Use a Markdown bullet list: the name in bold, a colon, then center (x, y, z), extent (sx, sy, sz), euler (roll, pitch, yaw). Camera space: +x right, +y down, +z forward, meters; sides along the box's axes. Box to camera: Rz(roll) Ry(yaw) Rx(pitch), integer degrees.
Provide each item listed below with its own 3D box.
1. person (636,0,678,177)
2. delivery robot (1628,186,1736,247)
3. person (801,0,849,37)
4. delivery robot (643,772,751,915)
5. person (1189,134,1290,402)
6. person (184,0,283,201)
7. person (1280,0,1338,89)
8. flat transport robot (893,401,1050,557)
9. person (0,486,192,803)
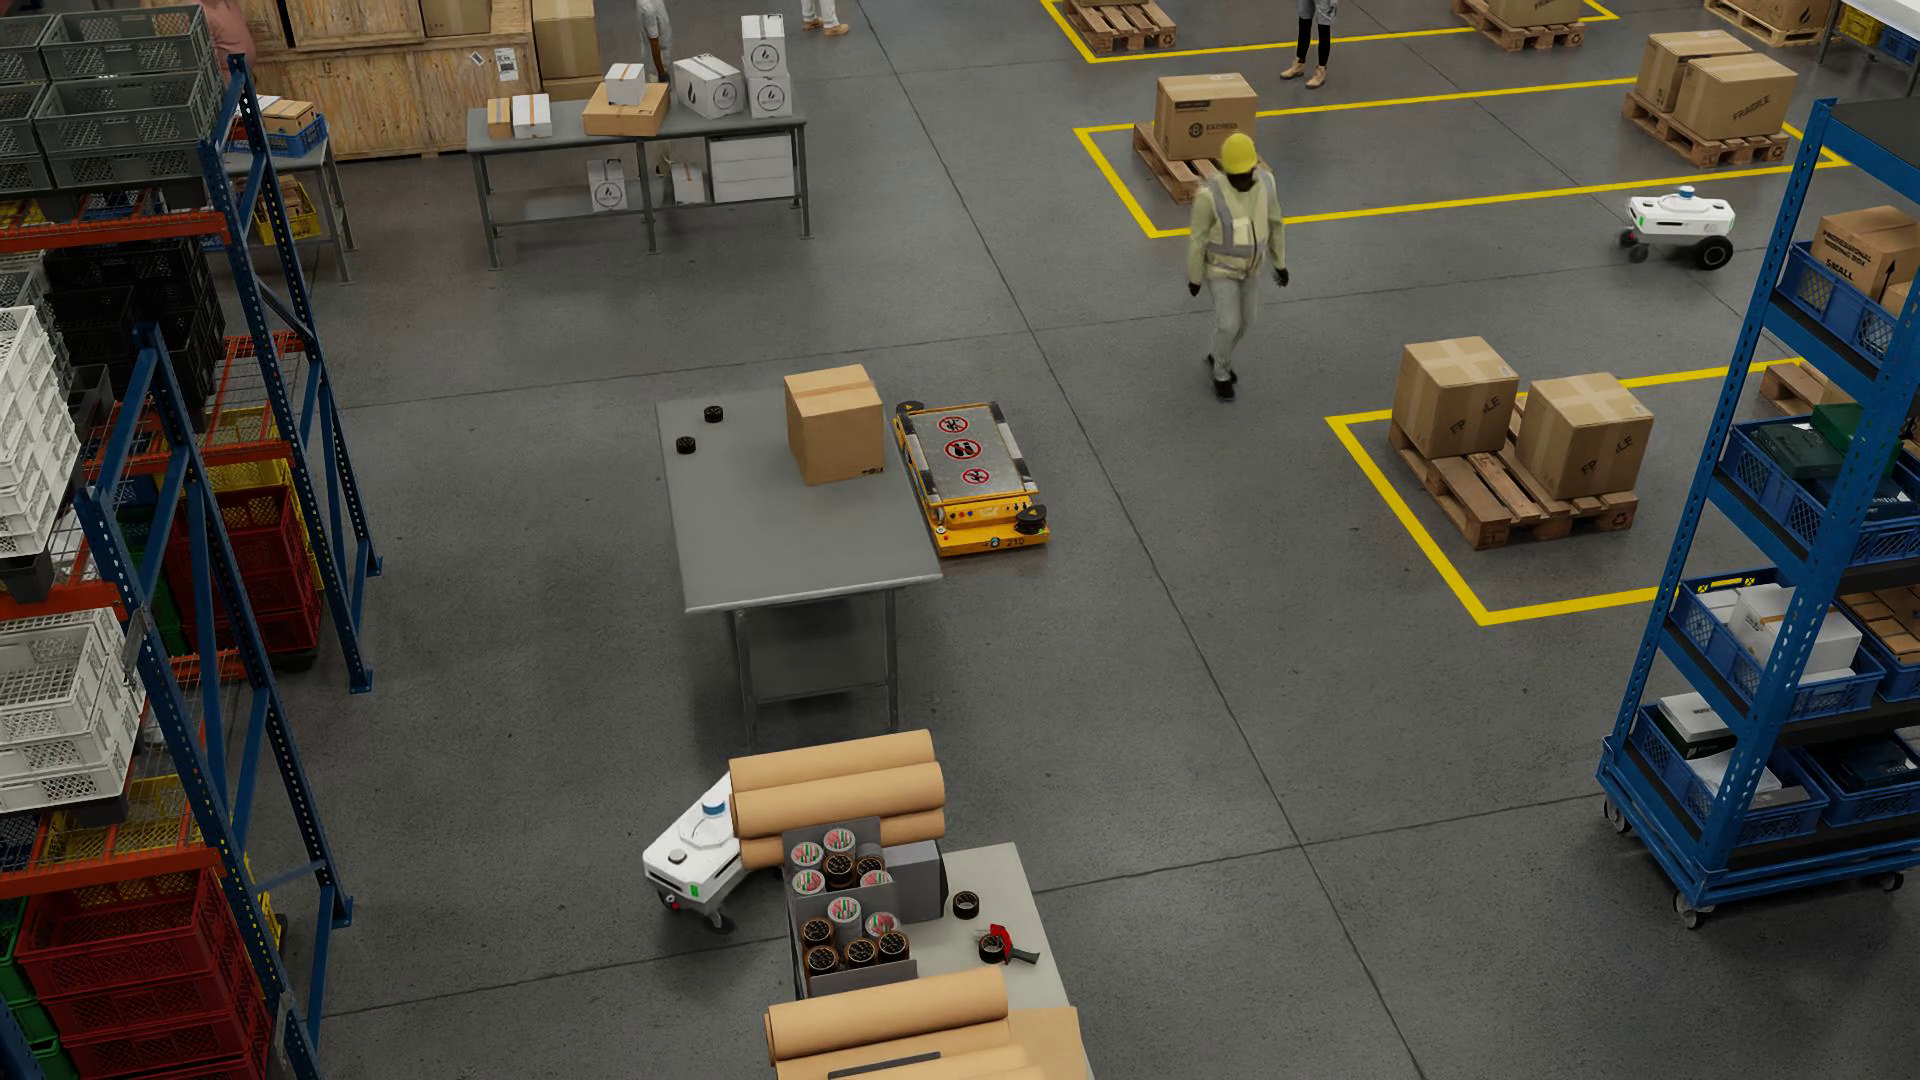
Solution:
- **person**: center (-2.363, -3.736, 13.222), extent (0.329, 1.872, 0.507), euler (-8, 37, -10)
- **delivery robot**: center (5.390, -2.411, 12.460), extent (0.707, 0.478, 0.477), euler (3, 37, 4)
- **person**: center (-1.362, -5.809, 16.031), extent (0.632, 1.843, 0.429), euler (29, 45, 33)
- **delivery robot**: center (-1.085, 1.327, 7.436), extent (0.477, 0.478, 0.707), euler (21, 42, 26)
- **person**: center (1.749, -1.762, 10.629), extent (0.620, 1.793, 0.519), euler (-20, 41, -25)
- **person**: center (-5.686, -3.628, 13.046), extent (0.399, 1.908, 0.643), euler (-1, 37, -1)
- **person**: center (3.222, -4.945, 14.989), extent (0.320, 1.697, 0.531), euler (-25, 43, -30)
- **flat transport robot**: center (0.046, -0.430, 10.108), extent (0.652, 0.197, 1.431), euler (-8, 37, -10)
- **person**: center (-3.992, 0.381, 7.677), extent (0.337, 1.881, 0.584), euler (13, 39, 17)
